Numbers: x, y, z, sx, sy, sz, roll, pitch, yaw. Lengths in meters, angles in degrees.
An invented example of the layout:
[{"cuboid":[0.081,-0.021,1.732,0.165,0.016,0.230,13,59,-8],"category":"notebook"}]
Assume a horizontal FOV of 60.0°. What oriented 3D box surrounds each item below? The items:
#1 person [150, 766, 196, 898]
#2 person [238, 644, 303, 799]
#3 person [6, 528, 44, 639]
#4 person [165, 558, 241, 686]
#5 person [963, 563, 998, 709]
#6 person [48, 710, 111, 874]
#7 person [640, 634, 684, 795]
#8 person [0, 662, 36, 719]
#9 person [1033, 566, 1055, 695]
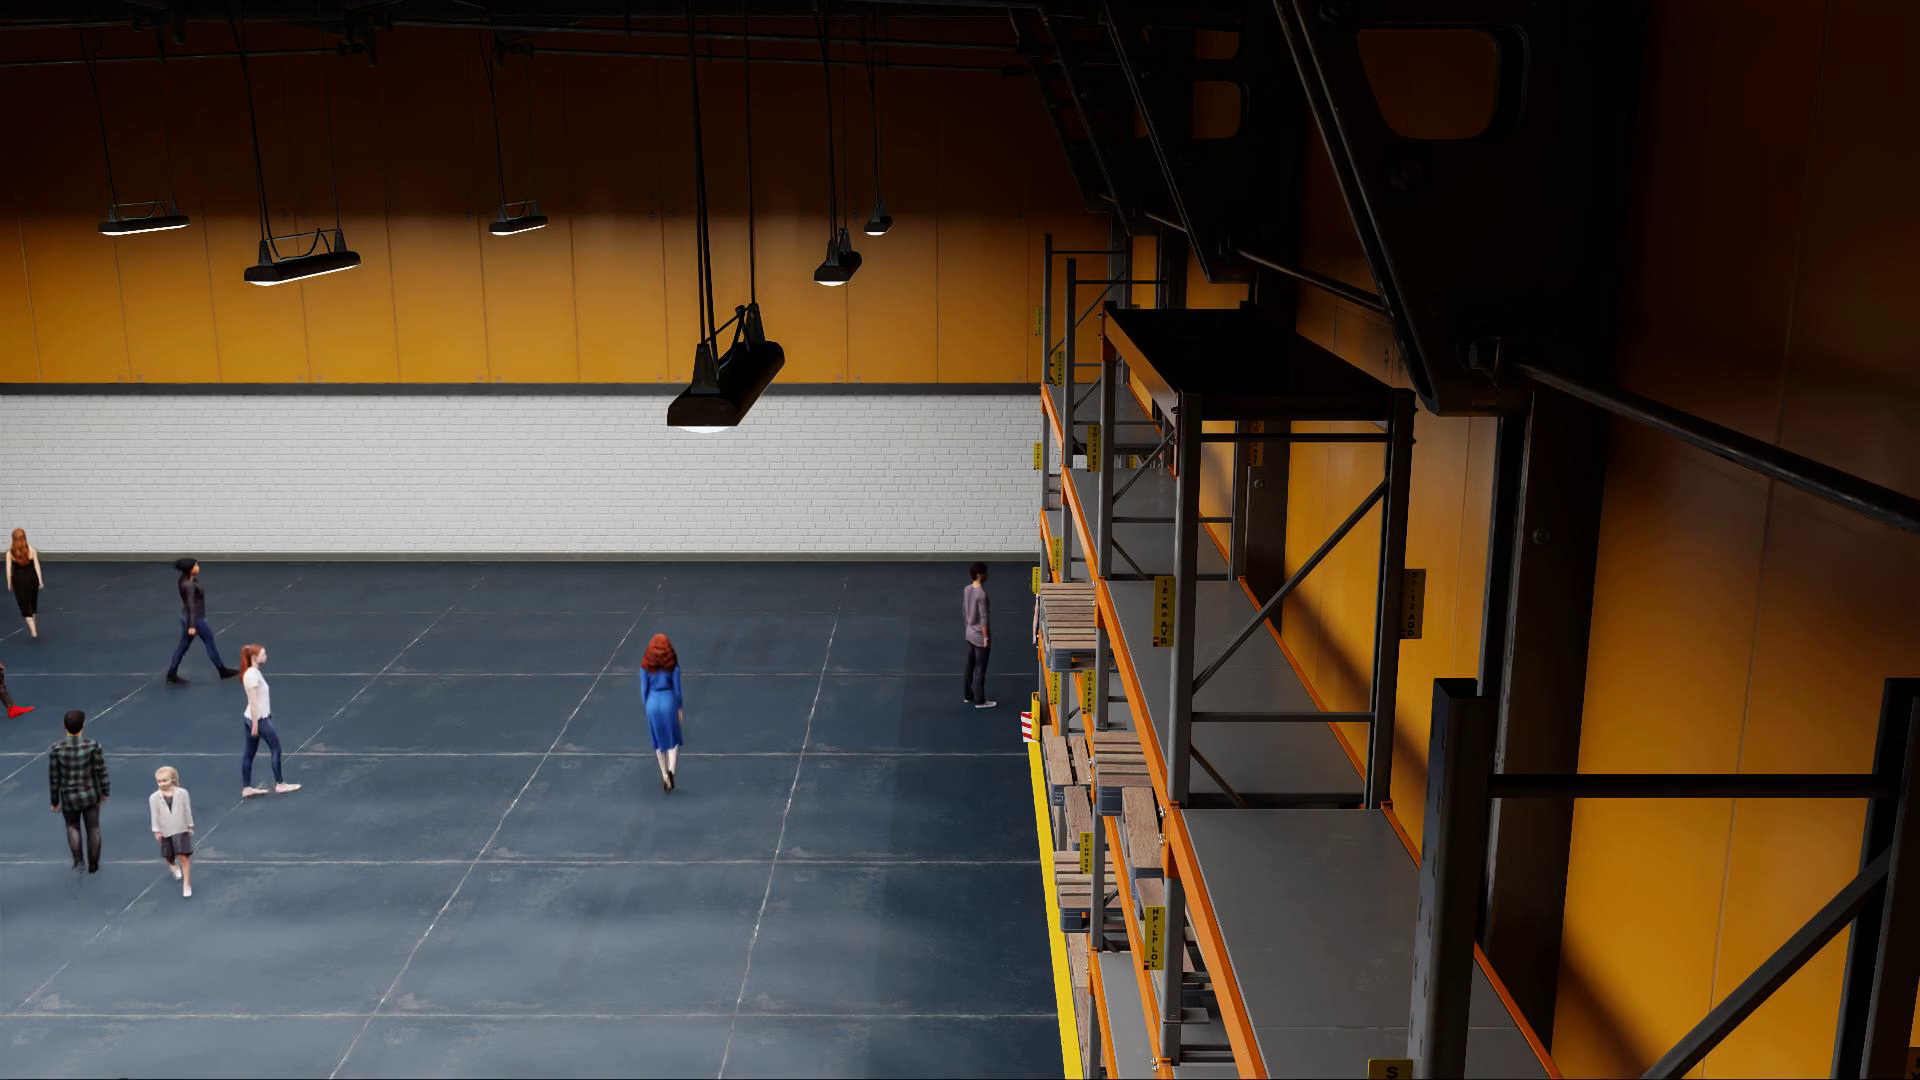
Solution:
[{"cuboid":[-7.528,2.756,15.926,0.697,1.259,0.872,-6,15,-24],"category":"person"},{"cuboid":[-7.760,1.993,18.109,0.893,1.715,0.874,-10,17,-35],"category":"person"},{"cuboid":[-13.426,0.663,23.900,1.031,1.575,1.166,-10,17,-36],"category":"person"},{"cuboid":[-10.154,1.107,21.803,1.094,1.698,1.172,-8,16,-31],"category":"person"},{"cuboid":[0.223,1.194,21.121,0.804,1.851,0.657,-7,15,-27],"category":"person"},{"cuboid":[-8.651,2.520,16.322,0.850,1.698,0.865,-7,15,-25],"category":"person"},{"cuboid":[-3.262,1.941,18.113,0.617,1.815,0.784,0,14,0],"category":"person"},{"cuboid":[-12.026,1.443,20.253,1.076,1.775,1.069,-10,17,-35],"category":"person"},{"cuboid":[1.171,1.176,21.425,0.678,1.741,0.698,8,16,31],"category":"person"}]
